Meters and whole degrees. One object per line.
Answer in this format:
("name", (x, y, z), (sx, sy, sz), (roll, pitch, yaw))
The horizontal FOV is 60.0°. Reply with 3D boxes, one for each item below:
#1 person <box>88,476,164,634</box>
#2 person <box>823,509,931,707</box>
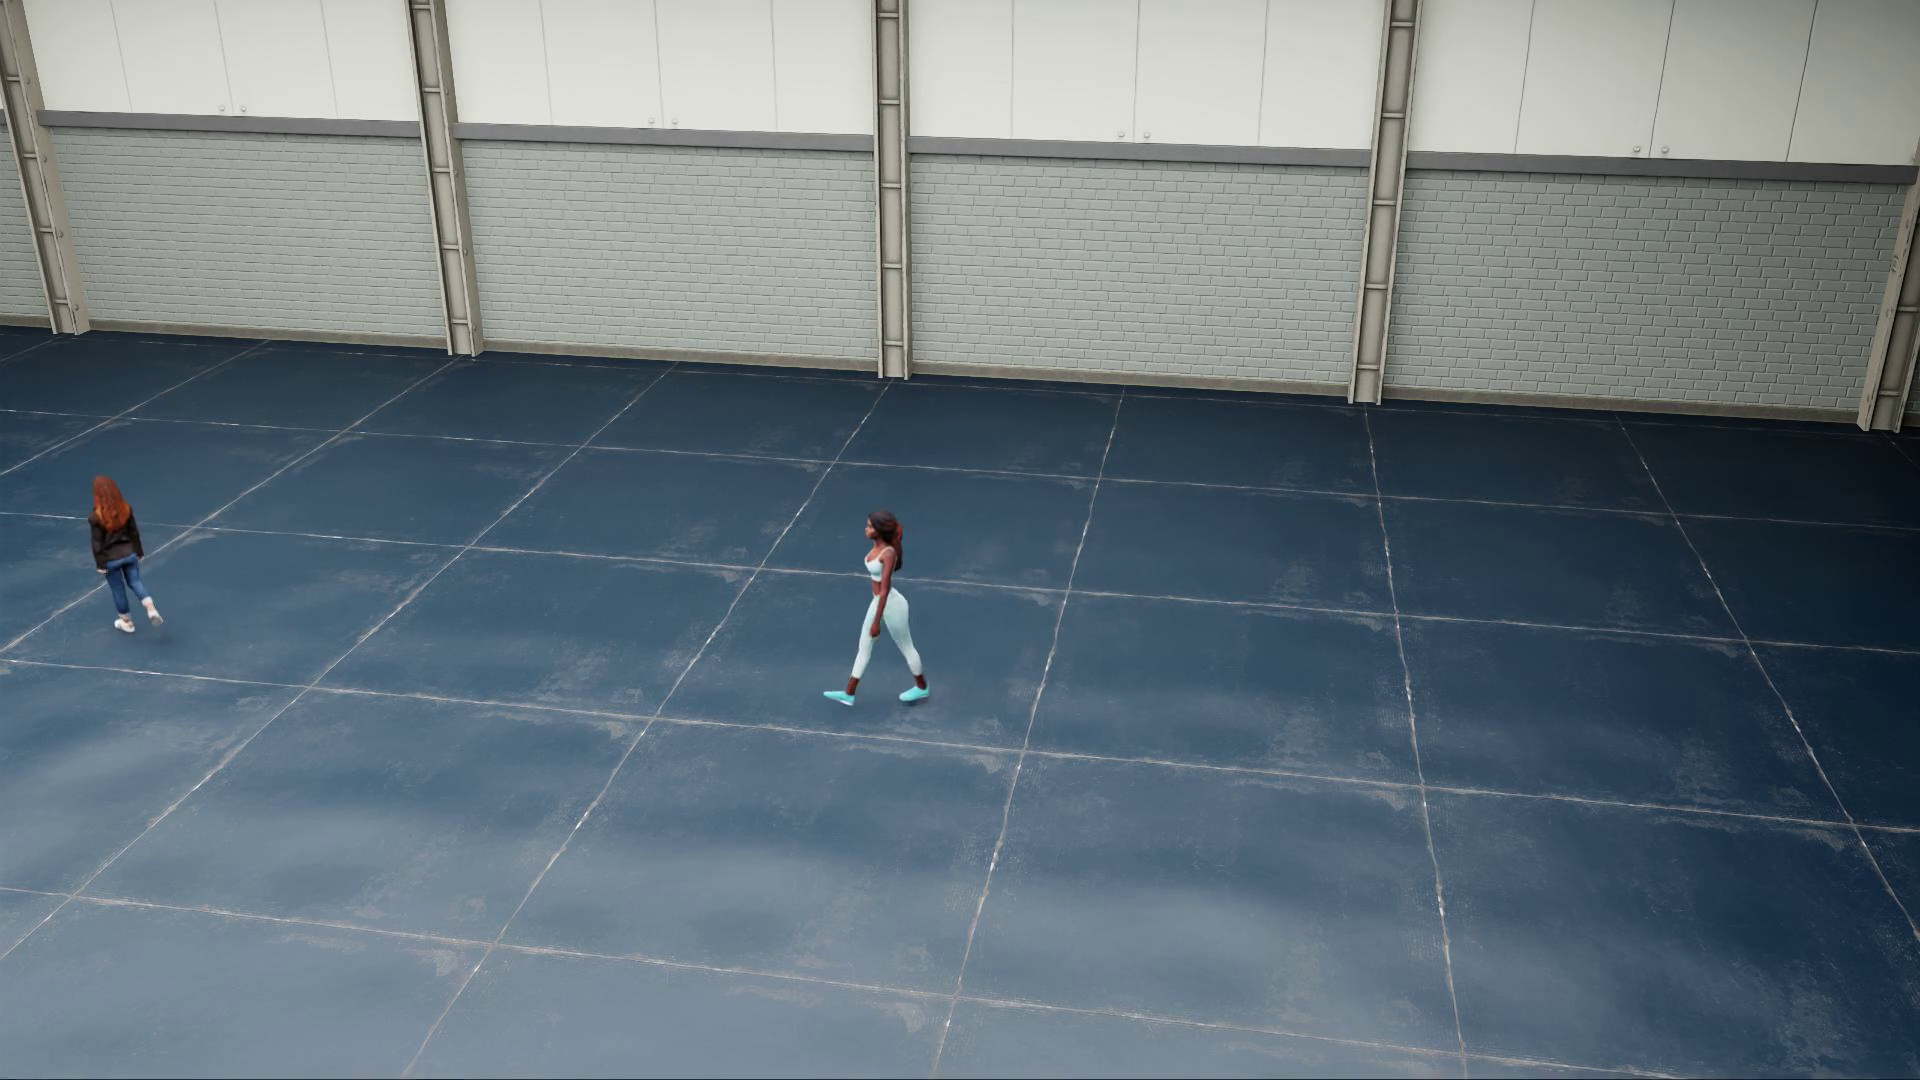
("person", (-7.287, 0.150, 14.475), (0.858, 1.472, 0.736), (15, 27, 31))
("person", (-0.497, 0.574, 13.216), (1.172, 1.676, 0.909), (-7, 24, -15))
